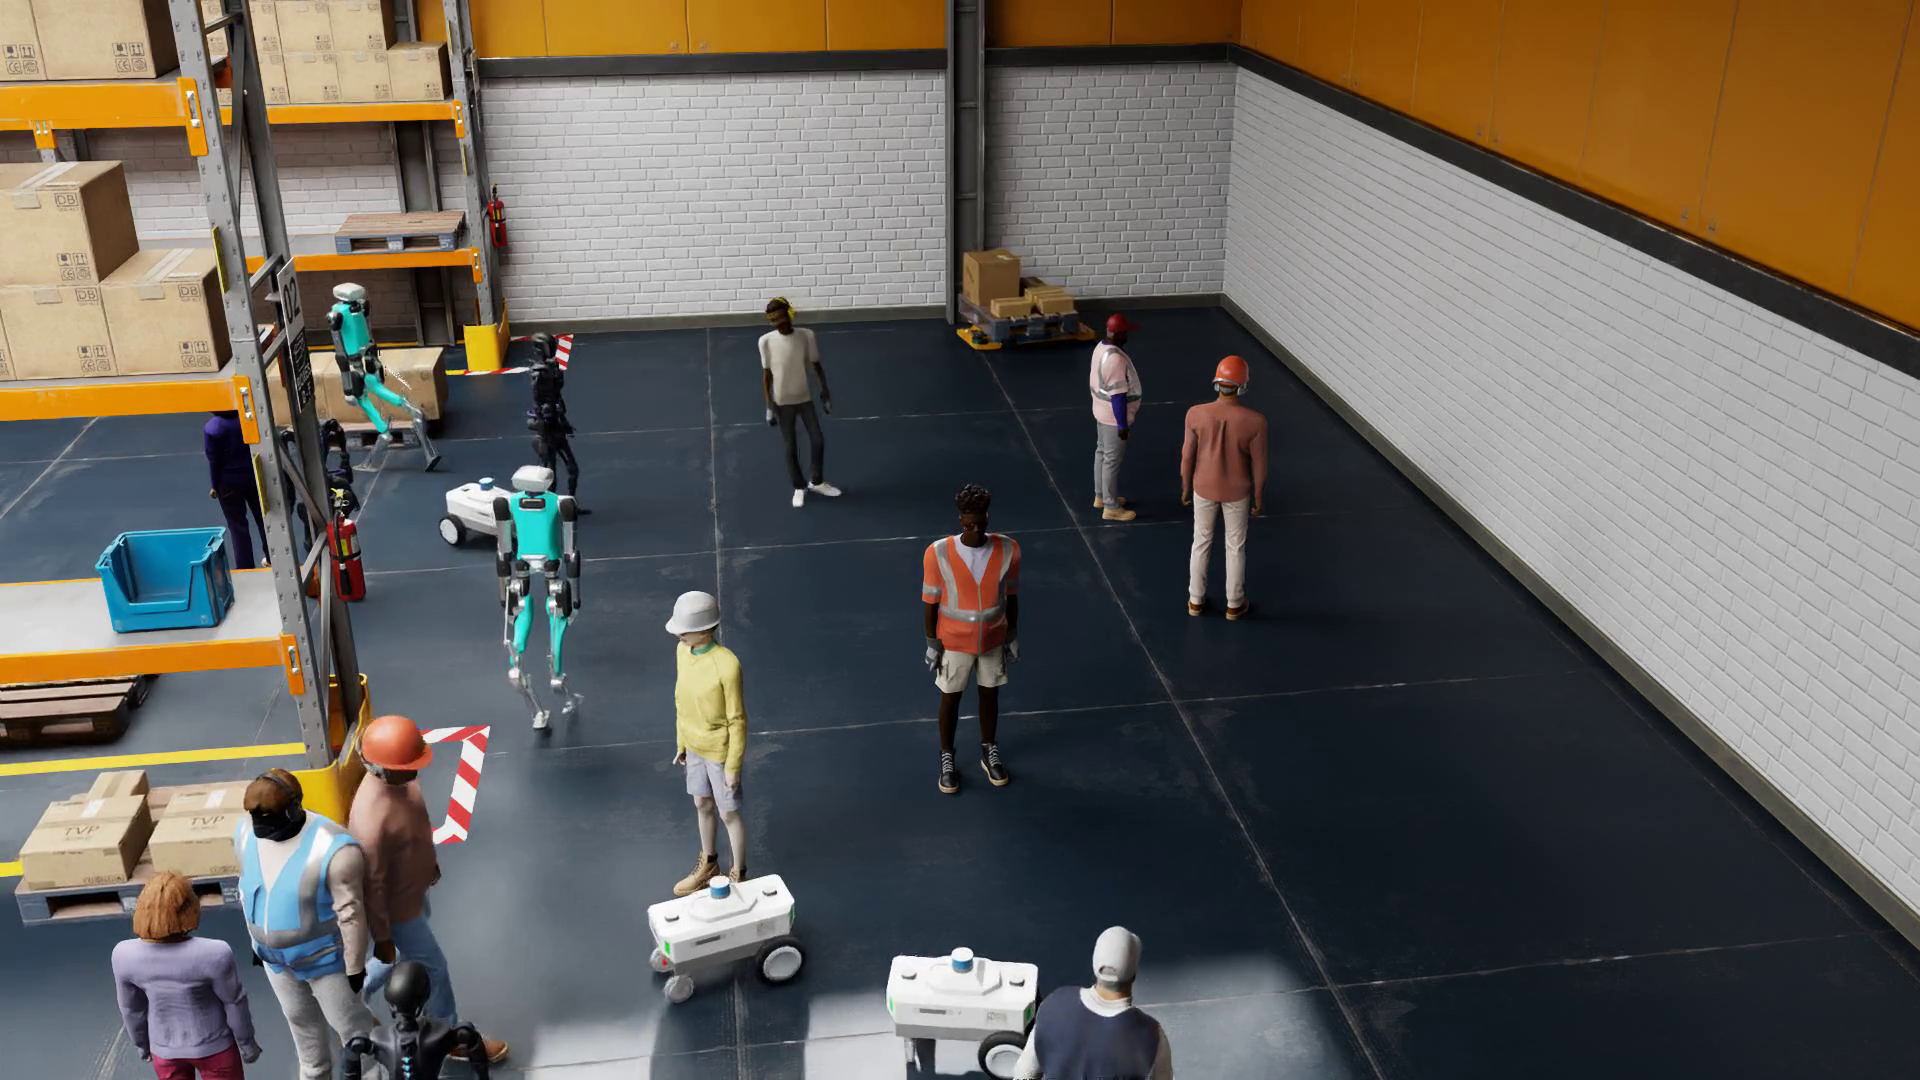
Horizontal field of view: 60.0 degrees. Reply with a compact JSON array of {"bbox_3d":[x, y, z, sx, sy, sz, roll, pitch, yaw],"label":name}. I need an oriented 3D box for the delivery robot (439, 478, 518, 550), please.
[{"bbox_3d":[-3.828,-0.219,13.519,0.769,0.577,0.499,15,28,30],"label":"delivery robot"}]

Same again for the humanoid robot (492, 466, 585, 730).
[{"bbox_3d":[-2.685,0.452,10.564,0.545,1.770,0.911,0,24,-1],"label":"humanoid robot"}]

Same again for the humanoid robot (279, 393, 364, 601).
[{"bbox_3d":[-4.749,-0.324,12.390,0.421,1.635,0.585,19,30,36],"label":"humanoid robot"}]

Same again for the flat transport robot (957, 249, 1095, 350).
[{"bbox_3d":[0.741,-2.378,18.815,1.431,0.231,0.659,-8,25,-17],"label":"flat transport robot"}]

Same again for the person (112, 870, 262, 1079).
[{"bbox_3d":[-3.178,2.098,6.914,0.502,1.632,0.269,0,24,-1],"label":"person"}]

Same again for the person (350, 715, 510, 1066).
[{"bbox_3d":[-2.627,1.627,7.618,0.838,1.955,0.657,-1,24,-2],"label":"person"}]

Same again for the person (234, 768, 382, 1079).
[{"bbox_3d":[-2.880,1.811,7.326,0.627,1.835,0.429,8,25,18],"label":"person"}]

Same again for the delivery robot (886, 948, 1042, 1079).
[{"bbox_3d":[0.037,2.225,7.965,0.761,0.590,0.499,2,24,5],"label":"delivery robot"}]

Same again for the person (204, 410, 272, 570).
[{"bbox_3d":[-5.528,-0.455,12.744,0.333,1.623,0.449,15,28,30],"label":"person"}]

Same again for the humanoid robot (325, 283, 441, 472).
[{"bbox_3d":[-5.046,-1.388,14.755,0.971,1.771,0.531,6,24,13],"label":"humanoid robot"}]

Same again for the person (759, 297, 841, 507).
[{"bbox_3d":[-1.367,-1.178,14.142,0.651,1.827,0.360,-7,25,-16],"label":"person"}]

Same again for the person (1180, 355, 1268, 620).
[{"bbox_3d":[1.916,-0.376,12.108,0.623,1.992,0.388,7,25,16],"label":"person"}]

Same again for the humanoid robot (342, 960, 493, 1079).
[{"bbox_3d":[-2.052,2.327,6.348,0.587,1.648,0.367,-5,24,-11],"label":"humanoid robot"}]

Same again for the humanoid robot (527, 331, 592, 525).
[{"bbox_3d":[-3.334,-0.917,13.730,0.430,1.648,0.609,2,24,5],"label":"humanoid robot"}]

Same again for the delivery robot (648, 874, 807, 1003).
[{"bbox_3d":[-1.212,1.984,8.497,0.751,0.576,0.499,-10,26,-22],"label":"delivery robot"}]

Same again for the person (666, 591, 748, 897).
[{"bbox_3d":[-1.329,1.110,8.860,0.471,1.886,0.398,19,30,36],"label":"person"}]

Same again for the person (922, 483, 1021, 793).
[{"bbox_3d":[0.077,0.583,9.959,0.607,1.965,0.366,-6,24,-14],"label":"person"}]

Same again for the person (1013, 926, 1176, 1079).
[{"bbox_3d":[0.530,2.263,6.433,0.796,1.728,0.559,14,27,29],"label":"person"}]

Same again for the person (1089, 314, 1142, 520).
[{"bbox_3d":[1.304,-1.035,13.908,0.420,1.755,0.603,-4,24,-8],"label":"person"}]
